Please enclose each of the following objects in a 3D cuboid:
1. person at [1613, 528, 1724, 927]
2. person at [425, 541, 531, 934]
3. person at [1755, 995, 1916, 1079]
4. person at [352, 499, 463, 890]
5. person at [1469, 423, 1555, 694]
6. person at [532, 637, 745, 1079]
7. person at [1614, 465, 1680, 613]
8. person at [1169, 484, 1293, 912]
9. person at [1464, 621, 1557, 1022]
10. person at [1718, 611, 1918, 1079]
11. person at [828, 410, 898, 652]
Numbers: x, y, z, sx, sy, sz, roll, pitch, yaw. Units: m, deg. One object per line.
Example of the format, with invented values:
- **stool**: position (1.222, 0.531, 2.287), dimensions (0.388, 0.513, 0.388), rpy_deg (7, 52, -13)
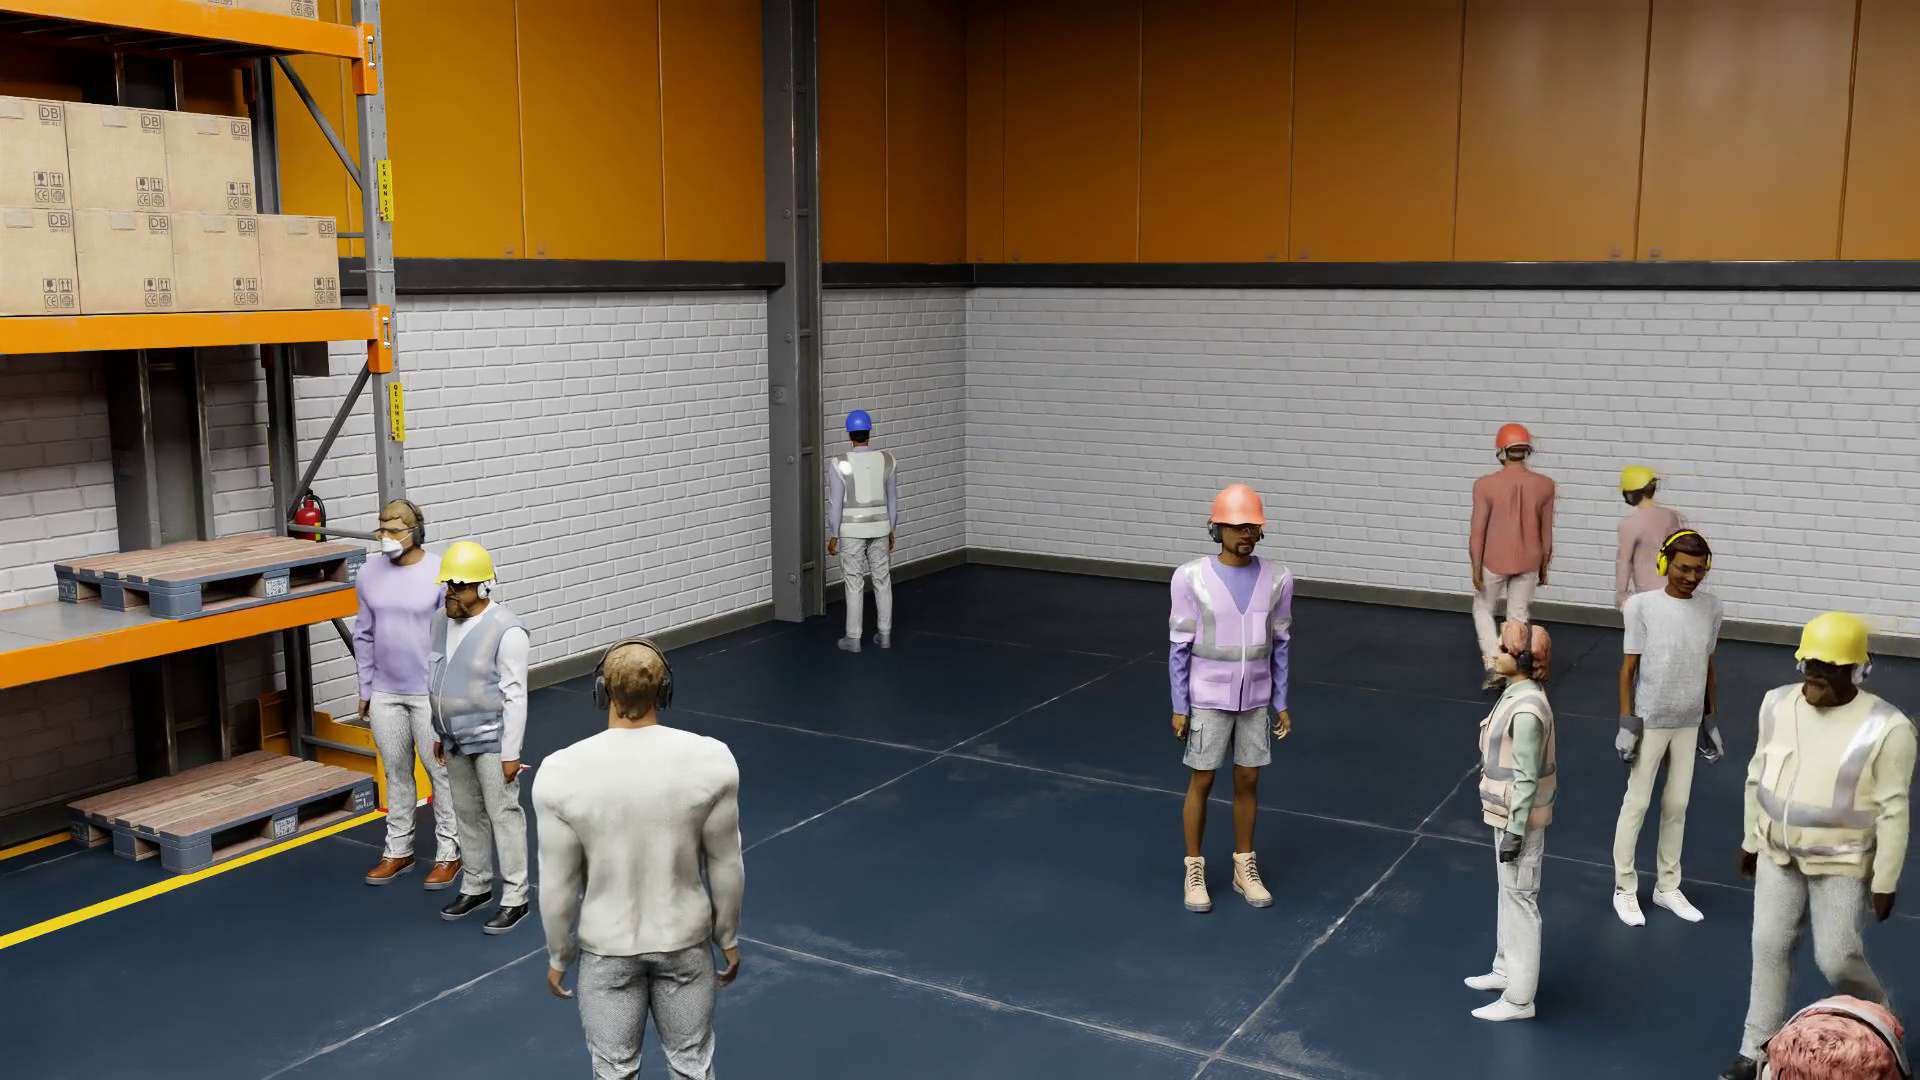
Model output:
- **person**: position (3.316, 0.868, 7.758), dimensions (0.521, 1.865, 0.328), rpy_deg (-1, 9, -9)
- **person**: position (-2.233, 0.901, 7.681), dimensions (0.592, 1.826, 0.404), rpy_deg (6, 11, 34)
- **person**: position (1.354, 1.660, 2.712), dimensions (0.646, 1.900, 0.403), rpy_deg (7, 12, 39)
- **person**: position (-2.704, 0.757, 8.216), dimensions (0.629, 1.940, 0.372), rpy_deg (2, 9, 14)
- **person**: position (3.930, 0.154, 11.878), dimensions (0.619, 1.980, 0.437), rpy_deg (0, 9, 1)
- **person**: position (-0.976, 1.250, 5.133), dimensions (0.627, 1.940, 0.370), rpy_deg (-2, 9, -14)
- **person**: position (4.763, 0.350, 11.407), dimensions (0.565, 1.726, 0.584), rpy_deg (-6, 11, -31)
- **person**: position (1.296, 0.749, 7.926), dimensions (0.607, 2.048, 0.370), rpy_deg (-2, 9, -12)
- **person**: position (2.260, 1.134, 6.775), dimensions (0.309, 1.645, 0.514), rpy_deg (2, 9, 13)
- **person**: position (3.189, 1.146, 6.170), dimensions (0.686, 1.815, 0.612), rpy_deg (-5, 10, -30)
- **person**: position (-0.785, -0.070, 13.361), dimensions (0.605, 1.943, 0.402), rpy_deg (-5, 10, -26)
